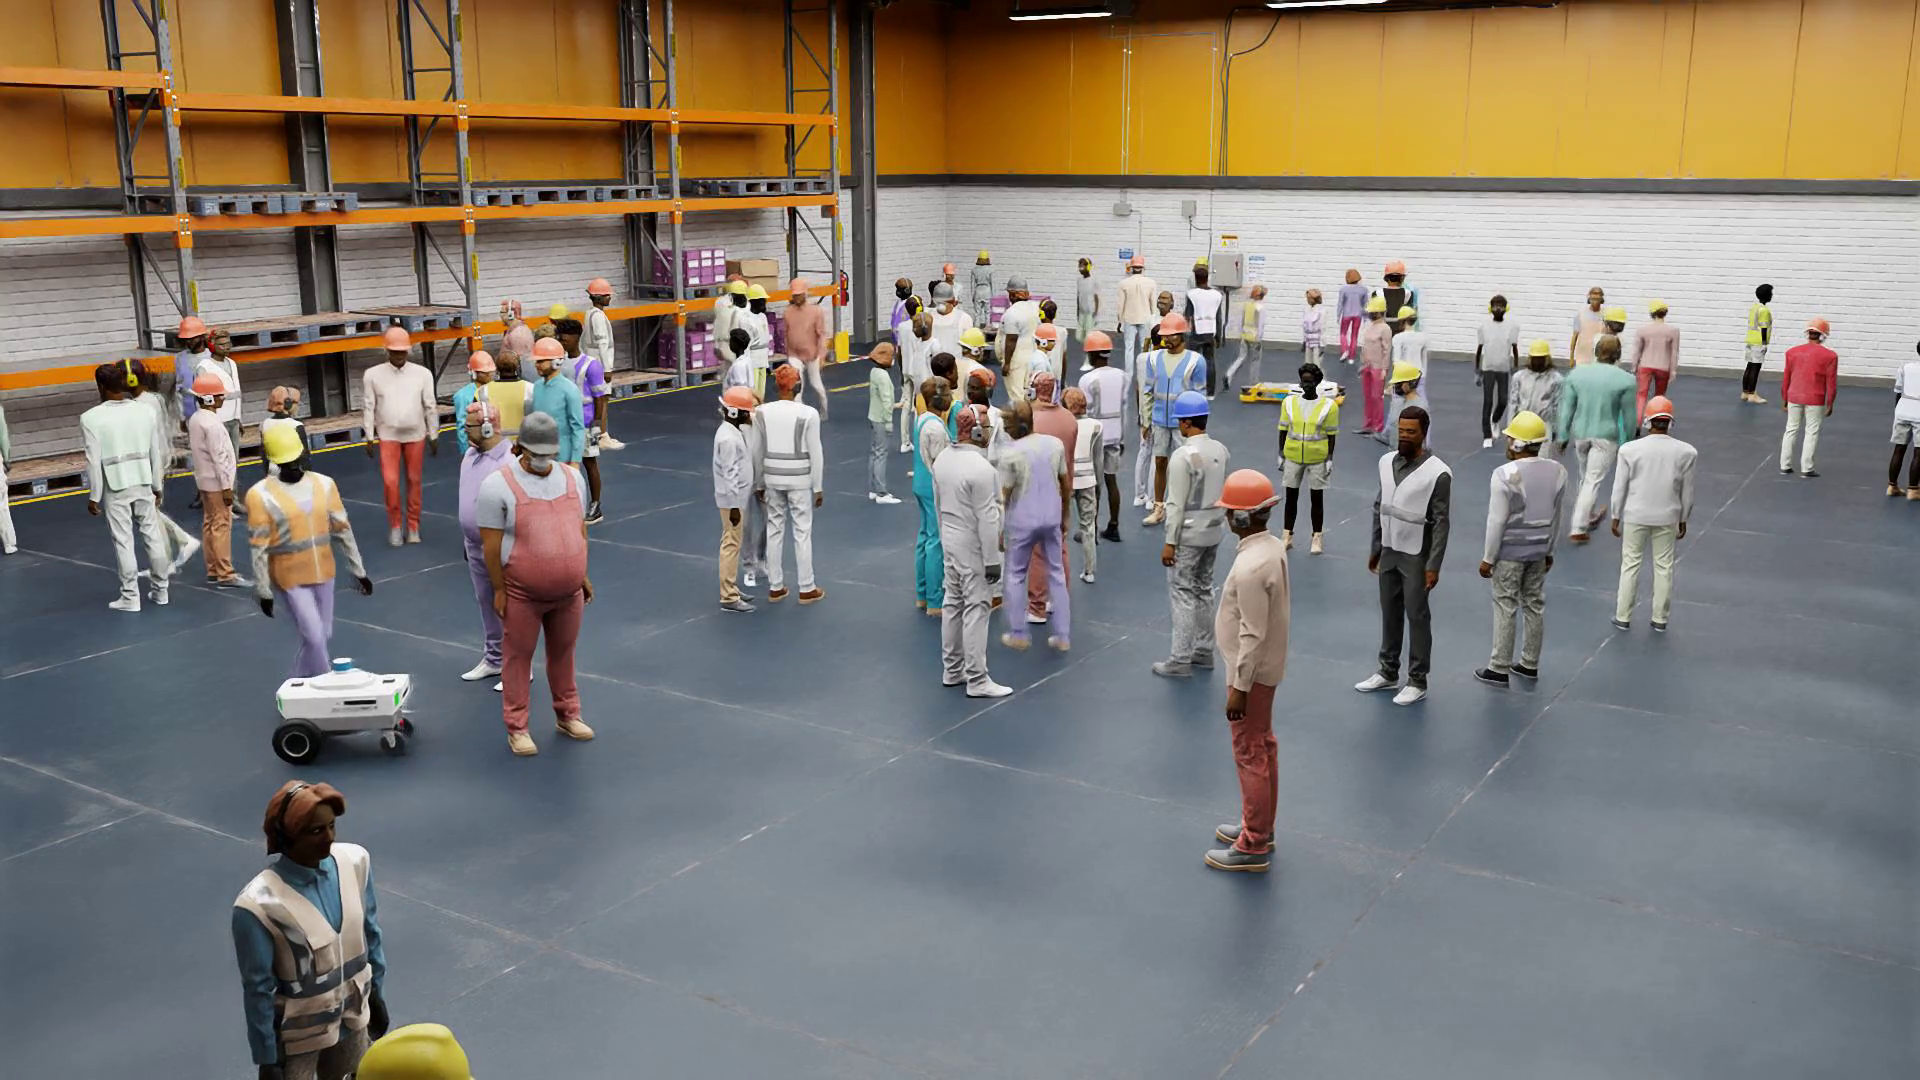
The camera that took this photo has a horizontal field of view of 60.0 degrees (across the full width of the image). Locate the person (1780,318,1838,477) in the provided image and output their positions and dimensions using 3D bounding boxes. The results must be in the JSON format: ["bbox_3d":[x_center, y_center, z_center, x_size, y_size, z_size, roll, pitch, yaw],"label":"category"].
[{"bbox_3d":[9.302,-1.555,18.215,0.352,1.739,0.575,-11,17,-40],"label":"person"}]

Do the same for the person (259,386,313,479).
[{"bbox_3d":[-5.476,-0.440,13.595,0.512,1.639,0.312,7,15,28],"label":"person"}]

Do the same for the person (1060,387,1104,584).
[{"bbox_3d":[0.929,-0.435,13.592,0.518,1.632,0.313,-4,13,-15],"label":"person"}]

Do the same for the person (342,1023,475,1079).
[{"bbox_3d":[-1.116,1.832,3.484,0.339,1.761,0.524,-2,13,-9],"label":"person"}]

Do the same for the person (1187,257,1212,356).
[{"bbox_3d":[4.241,-4.127,29.379,0.485,1.736,0.308,9,16,34],"label":"person"}]

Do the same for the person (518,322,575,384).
[{"bbox_3d":[-3.885,-1.083,15.737,0.632,1.933,0.359,4,14,16],"label":"person"}]

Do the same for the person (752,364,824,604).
[{"bbox_3d":[-1.342,-0.434,13.028,0.575,1.885,0.356,4,14,18],"label":"person"}]

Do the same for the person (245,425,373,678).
[{"bbox_3d":[-4.015,0.216,10.227,0.647,1.889,0.664,8,15,33],"label":"person"}]

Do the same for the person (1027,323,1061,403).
[{"bbox_3d":[0.886,-1.424,17.633,0.347,1.743,0.565,0,13,0],"label":"person"}]

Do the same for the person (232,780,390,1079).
[{"bbox_3d":[-1.988,1.514,5.144,0.316,1.630,0.511,6,14,25],"label":"person"}]

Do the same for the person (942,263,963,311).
[{"bbox_3d":[-0.186,-3.661,27.311,0.561,1.753,0.327,-7,15,-28],"label":"person"}]

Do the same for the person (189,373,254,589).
[{"bbox_3d":[-6.034,-0.482,13.524,0.326,1.752,0.563,-11,17,-39],"label":"person"}]

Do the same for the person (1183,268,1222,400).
[{"bbox_3d":[3.465,-2.942,23.884,0.660,1.908,0.472,-8,15,-30],"label":"person"}]

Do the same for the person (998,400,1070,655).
[{"bbox_3d":[0.544,-0.079,11.665,0.561,1.803,0.407,-5,14,-21],"label":"person"}]

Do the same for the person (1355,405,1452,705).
[{"bbox_3d":[2.872,0.087,10.688,0.382,1.921,0.597,-7,15,-29],"label":"person"}]

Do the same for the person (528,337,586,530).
[{"bbox_3d":[-3.387,-0.705,13.963,0.612,1.995,0.393,11,17,40],"label":"person"}]

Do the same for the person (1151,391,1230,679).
[{"bbox_3d":[1.567,-0.036,11.207,0.421,1.932,0.624,10,17,38],"label":"person"}]

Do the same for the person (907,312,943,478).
[{"bbox_3d":[-0.362,-1.537,17.918,0.338,1.836,0.517,-7,15,-27],"label":"person"}]

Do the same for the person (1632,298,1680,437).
[{"bbox_3d":[8.712,-2.153,20.850,0.546,1.727,0.834,5,14,21],"label":"person"}]

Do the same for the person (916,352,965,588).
[{"bbox_3d":[-0.143,-0.568,13.535,0.392,1.922,0.591,-9,16,-35],"label":"person"}]

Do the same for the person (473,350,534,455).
[{"bbox_3d":[-3.846,-0.720,14.369,0.627,1.844,0.429,-2,13,-7],"label":"person"}]

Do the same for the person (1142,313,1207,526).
[{"bbox_3d":[1.991,-1.112,15.623,0.615,2.041,0.385,7,15,29],"label":"person"}]

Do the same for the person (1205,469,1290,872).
[{"bbox_3d":[1.410,0.635,8.154,0.392,1.990,0.623,5,14,19],"label":"person"}]

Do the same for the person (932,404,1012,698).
[{"bbox_3d":[0.090,0.067,10.805,0.406,1.911,0.638,-7,15,-29],"label":"person"}]

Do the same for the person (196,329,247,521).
[{"bbox_3d":[-7.147,-1.122,16.099,0.372,1.843,0.570,1,13,4],"label":"person"}]

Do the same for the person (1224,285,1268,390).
[{"bbox_3d":[4.269,-2.991,24.731,0.679,1.610,0.537,-7,15,-28],"label":"person"}]

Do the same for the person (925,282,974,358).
[{"bbox_3d":[-0.198,-2.028,19.601,0.674,2.000,0.535,2,13,10],"label":"person"}]

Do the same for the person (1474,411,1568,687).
[{"bbox_3d":[3.691,0.058,10.998,0.599,1.836,0.404,-6,14,-23],"label":"person"}]

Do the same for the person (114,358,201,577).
[{"bbox_3d":[-6.698,-0.592,13.794,0.444,1.847,0.540,-5,14,-20],"label":"person"}]

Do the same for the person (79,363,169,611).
[{"bbox_3d":[-6.424,-0.400,12.817,0.396,1.917,0.590,9,16,34],"label":"person"}]

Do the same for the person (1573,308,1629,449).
[{"bbox_3d":[7.616,-1.847,19.513,0.523,1.728,0.919,-5,14,-21],"label":"person"}]

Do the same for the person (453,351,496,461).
[{"bbox_3d":[-4.294,-0.838,15.069,0.339,1.752,0.564,9,16,33],"label":"person"}]

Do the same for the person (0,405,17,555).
[{"bbox_3d":[-8.553,-0.647,14.501,0.512,1.636,0.312,-9,16,-35],"label":"person"}]

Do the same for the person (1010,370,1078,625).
[{"bbox_3d":[0.595,-0.322,12.497,0.402,1.906,0.652,11,17,40],"label":"person"}]

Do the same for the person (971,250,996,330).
[{"bbox_3d":[0.444,-4.581,31.330,0.487,1.744,0.297,3,13,15],"label":"person"}]

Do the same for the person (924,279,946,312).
[{"bbox_3d":[-0.317,-2.303,20.991,0.373,1.958,0.599,-5,14,-20],"label":"person"}]

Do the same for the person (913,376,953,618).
[{"bbox_3d":[-0.181,-0.330,12.666,0.346,1.847,0.506,-4,14,-17],"label":"person"}]

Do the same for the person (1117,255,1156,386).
[{"bbox_3d":[2.695,-3.356,25.461,0.612,1.994,0.395,-1,13,-5],"label":"person"}]

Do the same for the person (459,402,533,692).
[{"bbox_3d":[-3.080,0.038,10.937,0.652,1.905,0.409,11,17,40],"label":"person"}]

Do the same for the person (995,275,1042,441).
[{"bbox_3d":[0.685,-2.257,20.595,0.536,2.000,0.673,9,16,34],"label":"person"}]
